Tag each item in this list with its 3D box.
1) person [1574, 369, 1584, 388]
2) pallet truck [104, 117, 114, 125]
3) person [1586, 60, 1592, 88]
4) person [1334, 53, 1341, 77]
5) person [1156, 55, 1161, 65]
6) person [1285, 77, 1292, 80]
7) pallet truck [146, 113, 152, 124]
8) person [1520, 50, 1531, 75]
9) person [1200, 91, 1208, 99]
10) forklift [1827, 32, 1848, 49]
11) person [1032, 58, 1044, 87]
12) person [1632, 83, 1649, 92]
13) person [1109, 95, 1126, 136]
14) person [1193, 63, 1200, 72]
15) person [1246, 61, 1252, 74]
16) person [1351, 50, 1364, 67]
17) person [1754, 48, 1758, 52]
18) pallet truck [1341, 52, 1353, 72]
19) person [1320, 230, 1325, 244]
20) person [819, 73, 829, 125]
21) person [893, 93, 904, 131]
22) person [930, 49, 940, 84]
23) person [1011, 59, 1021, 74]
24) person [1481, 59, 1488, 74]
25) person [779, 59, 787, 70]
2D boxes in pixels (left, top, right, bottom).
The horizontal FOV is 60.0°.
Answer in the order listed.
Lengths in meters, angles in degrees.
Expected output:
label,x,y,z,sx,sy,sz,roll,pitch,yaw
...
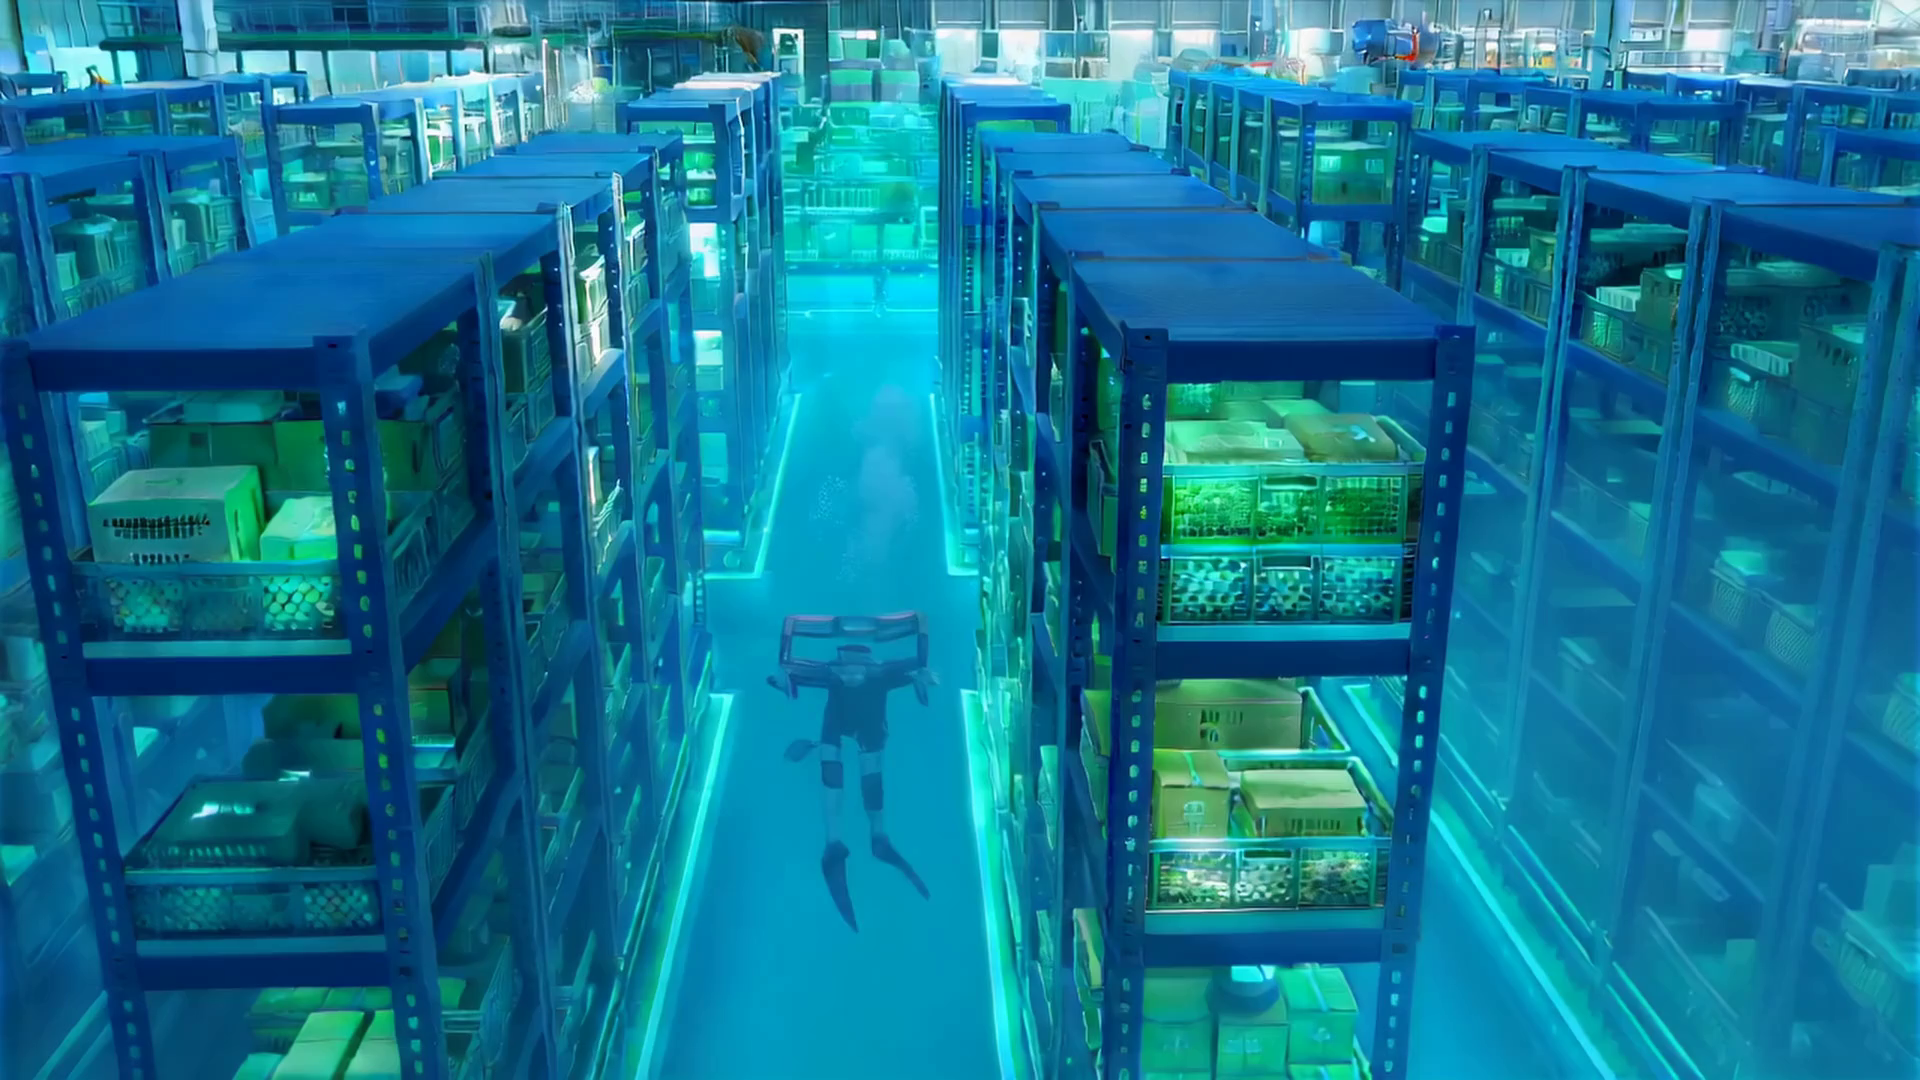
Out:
label,x,y,z,sx,sy,sz,roll,pitch,yaw
person,4.283,-0.336,11.972,0.563,1.837,0.389,-13,22,-34
pallet truck,-18.367,-7.885,35.078,1.885,1.965,0.823,1,18,2
person,28.844,-21.073,76.149,0.527,1.830,0.388,16,24,41
person,20.181,-25.059,88.612,0.685,1.739,0.553,10,21,29
person,10.244,-24.160,85.923,0.321,1.696,0.537,-2,18,-5
person,10.817,-14.357,55.234,0.577,1.930,0.451,-15,23,-39
pallet truck,-18.087,-8.309,36.390,1.885,1.965,0.823,-1,18,-4
person,30.522,-25.504,89.859,0.631,1.855,0.623,-15,23,-39
person,8.351,-15.186,57.600,0.746,2.000,0.536,5,18,14
forklift,46.023,-25.321,87.619,1.129,2.768,1.873,-1,18,-2
person,3.596,-21.163,76.388,1.042,1.865,0.617,-14,23,-37
person,24.411,-15.852,59.781,0.364,1.964,0.612,-13,22,-35
person,4.372,-11.398,46.161,0.526,1.868,0.314,8,19,22
person,9.297,-17.764,65.601,0.601,2.035,0.412,3,18,10
person,12.688,-20.264,73.621,0.687,1.843,0.577,6,19,19
person,20.274,-24.004,84.961,0.611,1.996,0.378,10,20,28
person,43.706,-26.114,91.637,0.585,1.906,0.544,9,20,26
pallet truck,18.794,-23.123,82.231,0.823,1.965,1.885,-13,22,-35
person,3.795,-2.436,18.220,0.613,1.994,0.395,-8,20,-23
person,-5.066,-16.016,60.483,0.955,1.837,0.603,3,18,9
person,-1.836,-12.355,49.298,0.346,1.758,0.526,-7,19,-20
person,-1.291,-25.925,91.074,0.996,1.893,0.654,17,24,42
person,2.605,-21.282,76.849,0.785,1.811,0.620,-15,23,-40
person,25.578,-22.599,81.085,0.878,1.701,0.497,-2,18,-6
person,-9.640,-25.667,90.206,0.546,1.934,0.376,9,20,27
